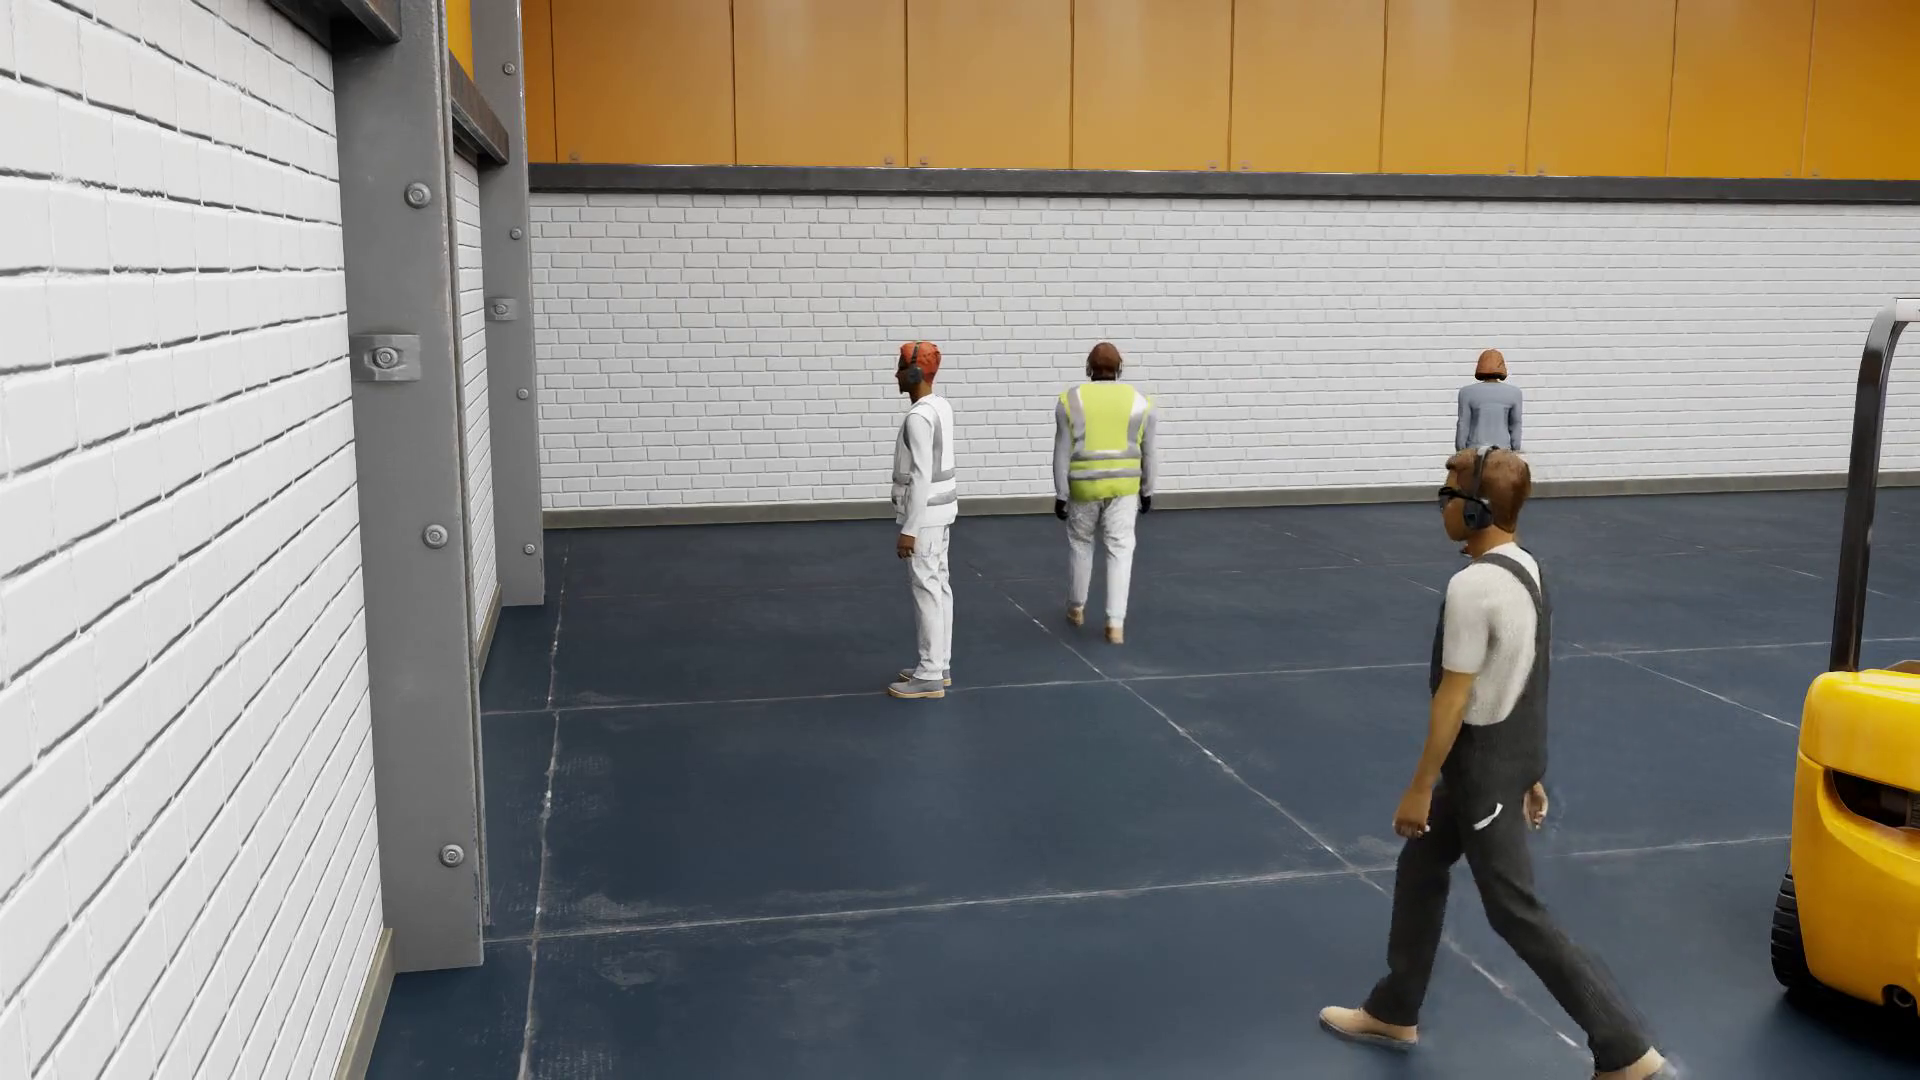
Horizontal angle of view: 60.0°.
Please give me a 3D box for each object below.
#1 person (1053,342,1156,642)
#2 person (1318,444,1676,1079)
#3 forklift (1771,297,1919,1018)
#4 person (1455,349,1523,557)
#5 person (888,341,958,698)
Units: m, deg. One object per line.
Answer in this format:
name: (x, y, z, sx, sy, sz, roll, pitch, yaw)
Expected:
person: (0.882, -0.317, 10.329, 0.643, 1.803, 0.874, 0, 9, -1)
person: (1.504, 0.636, 4.552, 0.957, 1.803, 0.507, 5, 11, 29)
forklift: (3.542, 0.334, 5.177, 2.313, 2.155, 1.214, -9, 13, -43)
person: (4.130, -0.675, 13.031, 0.507, 1.631, 0.279, 1, 9, 6)
person: (-0.197, -0.105, 8.797, 0.353, 1.883, 0.572, 2, 10, 12)
